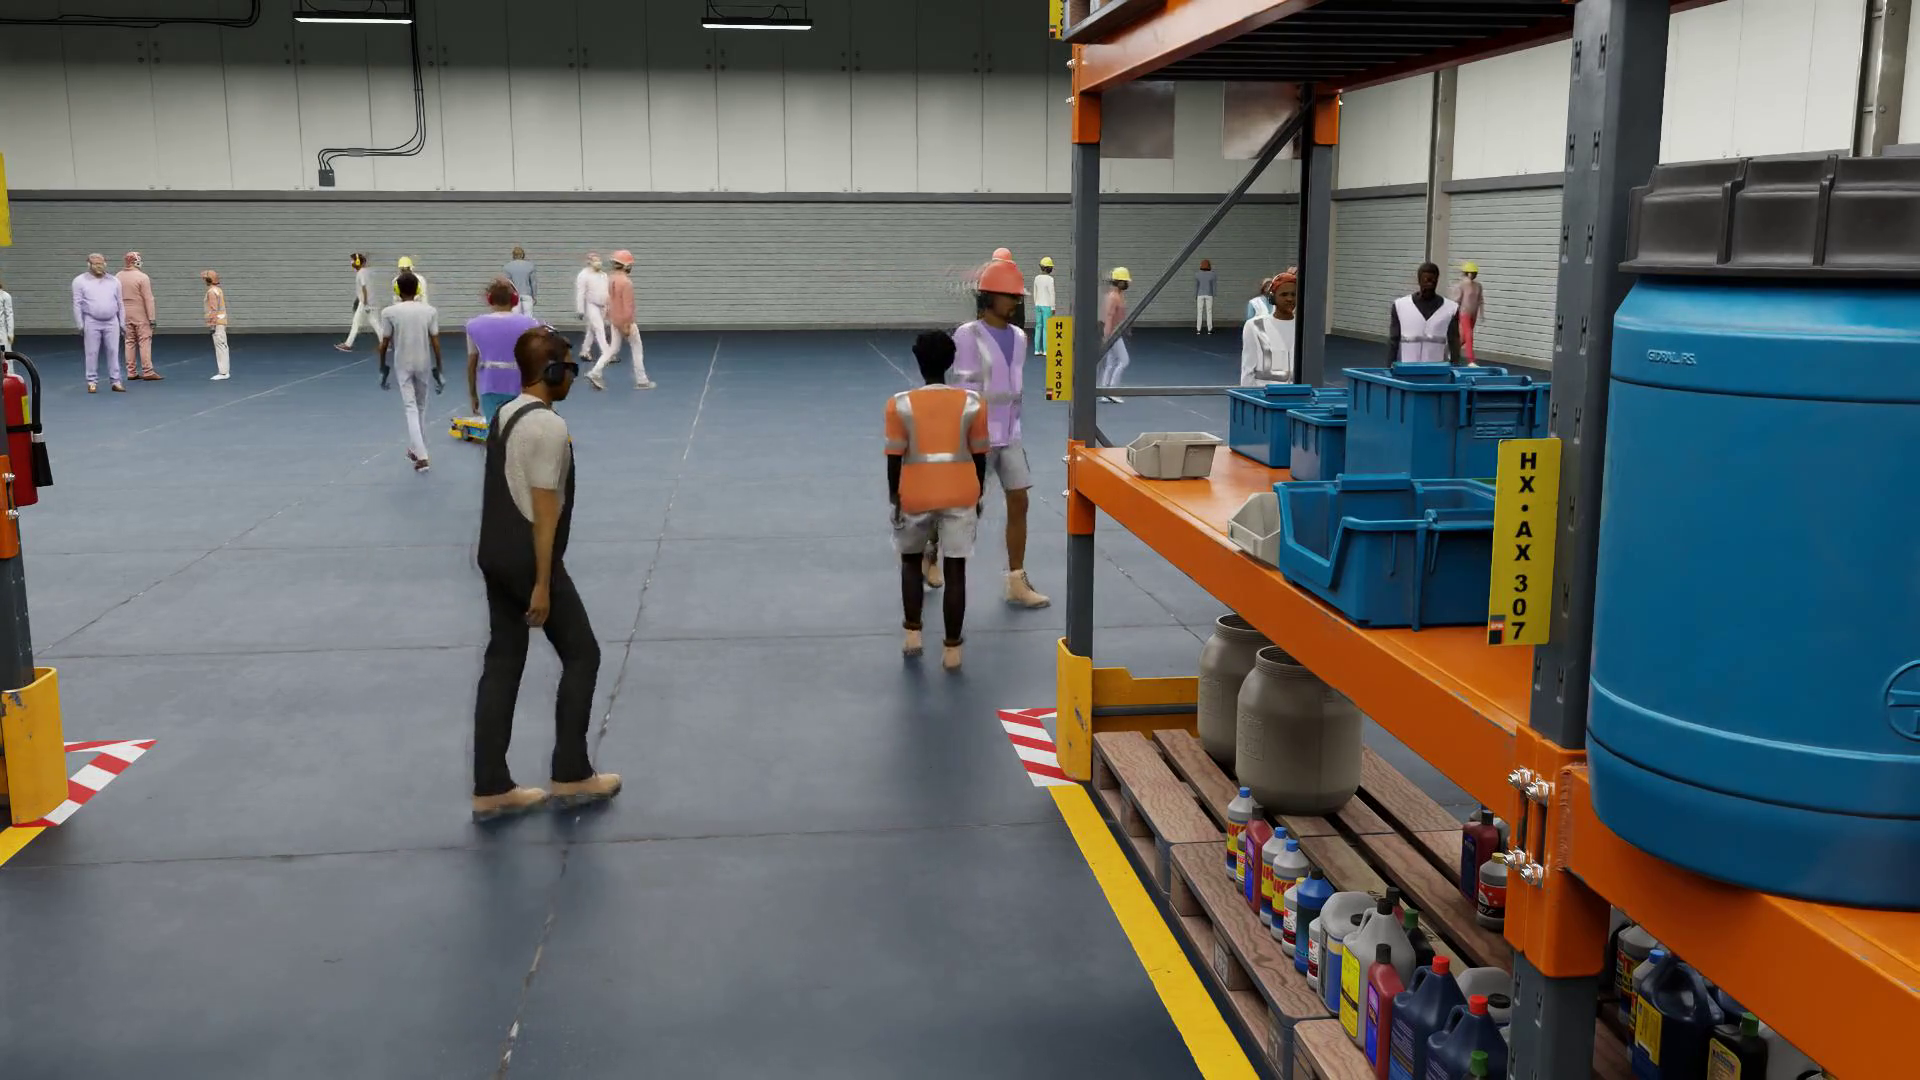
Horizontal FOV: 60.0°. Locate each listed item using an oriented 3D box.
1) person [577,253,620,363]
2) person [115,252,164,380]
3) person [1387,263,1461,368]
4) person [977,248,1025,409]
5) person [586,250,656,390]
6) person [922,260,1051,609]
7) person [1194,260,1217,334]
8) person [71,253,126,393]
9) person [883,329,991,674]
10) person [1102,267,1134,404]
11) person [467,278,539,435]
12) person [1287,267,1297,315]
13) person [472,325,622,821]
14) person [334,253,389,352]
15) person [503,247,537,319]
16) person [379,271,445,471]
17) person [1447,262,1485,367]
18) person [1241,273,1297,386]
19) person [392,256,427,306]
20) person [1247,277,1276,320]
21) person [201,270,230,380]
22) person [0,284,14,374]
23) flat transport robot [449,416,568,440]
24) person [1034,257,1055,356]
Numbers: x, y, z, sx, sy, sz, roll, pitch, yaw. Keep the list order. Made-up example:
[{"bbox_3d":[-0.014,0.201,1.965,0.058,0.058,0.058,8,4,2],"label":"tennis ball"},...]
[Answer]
[{"bbox_3d":[-6.191,-3.943,28.310,0.980,1.860,0.659,6,12,29],"label":"person"},{"bbox_3d":[-12.241,-3.327,24.777,0.651,1.906,0.409,3,11,17],"label":"person"},{"bbox_3d":[4.153,-1.512,14.859,0.629,1.888,0.818,1,10,7],"label":"person"},{"bbox_3d":[0.512,-2.594,20.518,0.611,1.995,0.380,4,11,19],"label":"person"},{"bbox_3d":[-4.744,-3.056,23.162,0.950,1.967,0.609,-9,14,-42],"label":"person"},{"bbox_3d":[0.116,-0.628,9.741,0.617,2.013,0.952,-10,14,-44],"label":"person"},{"bbox_3d":[5.394,-5.346,36.597,0.500,1.633,0.282,3,11,14],"label":"person"},{"bbox_3d":[-11.802,-2.973,22.848,0.651,1.904,0.403,-9,14,-41],"label":"person"},{"bbox_3d":[-0.113,-0.200,8.267,0.537,1.680,0.600,-1,10,-4],"label":"person"},{"bbox_3d":[2.022,-2.607,21.288,0.469,1.747,0.524,3,11,14],"label":"person"},{"bbox_3d":[-3.582,-1.159,13.174,0.593,1.796,0.935,-1,10,-7],"label":"person"},{"bbox_3d":[5.524,-3.729,27.716,0.307,1.640,0.519,6,12,30],"label":"person"},{"bbox_3d":[-1.578,0.118,6.176,0.688,1.798,0.508,-10,14,-43],"label":"person"},{"bbox_3d":[-11.146,-4.406,30.936,0.962,1.817,0.520,-2,10,-9],"label":"person"},{"bbox_3d":[-8.537,-4.718,32.333,0.627,1.934,0.370,-3,11,-16],"label":"person"},{"bbox_3d":[-5.079,-1.565,15.367,0.542,1.819,0.973,-6,12,-30],"label":"person"},{"bbox_3d":[8.324,-3.705,27.350,0.534,1.736,0.850,-5,12,-26],"label":"person"},{"bbox_3d":[2.235,-0.919,11.645,0.574,1.883,0.360,-3,11,-14],"label":"person"},{"bbox_3d":[-9.382,-3.945,28.454,0.594,1.810,0.793,0,10,-1],"label":"person"},{"bbox_3d":[3.886,-2.503,21.059,0.513,1.621,0.447,-3,11,-15],"label":"person"},{"bbox_3d":[-11.121,-3.210,24.877,0.314,1.638,0.515,-3,11,-14],"label":"person"},{"bbox_3d":[-12.741,-2.723,21.916,0.490,1.743,0.311,-2,11,-13],"label":"person"},{"bbox_3d":[-4.723,-1.151,17.335,0.652,0.197,1.431,-9,14,-40],"label":"flat transport robot"},{"bbox_3d":[1.536,-4.175,29.817,0.315,1.767,0.535,-7,13,-34],"label":"person"}]
